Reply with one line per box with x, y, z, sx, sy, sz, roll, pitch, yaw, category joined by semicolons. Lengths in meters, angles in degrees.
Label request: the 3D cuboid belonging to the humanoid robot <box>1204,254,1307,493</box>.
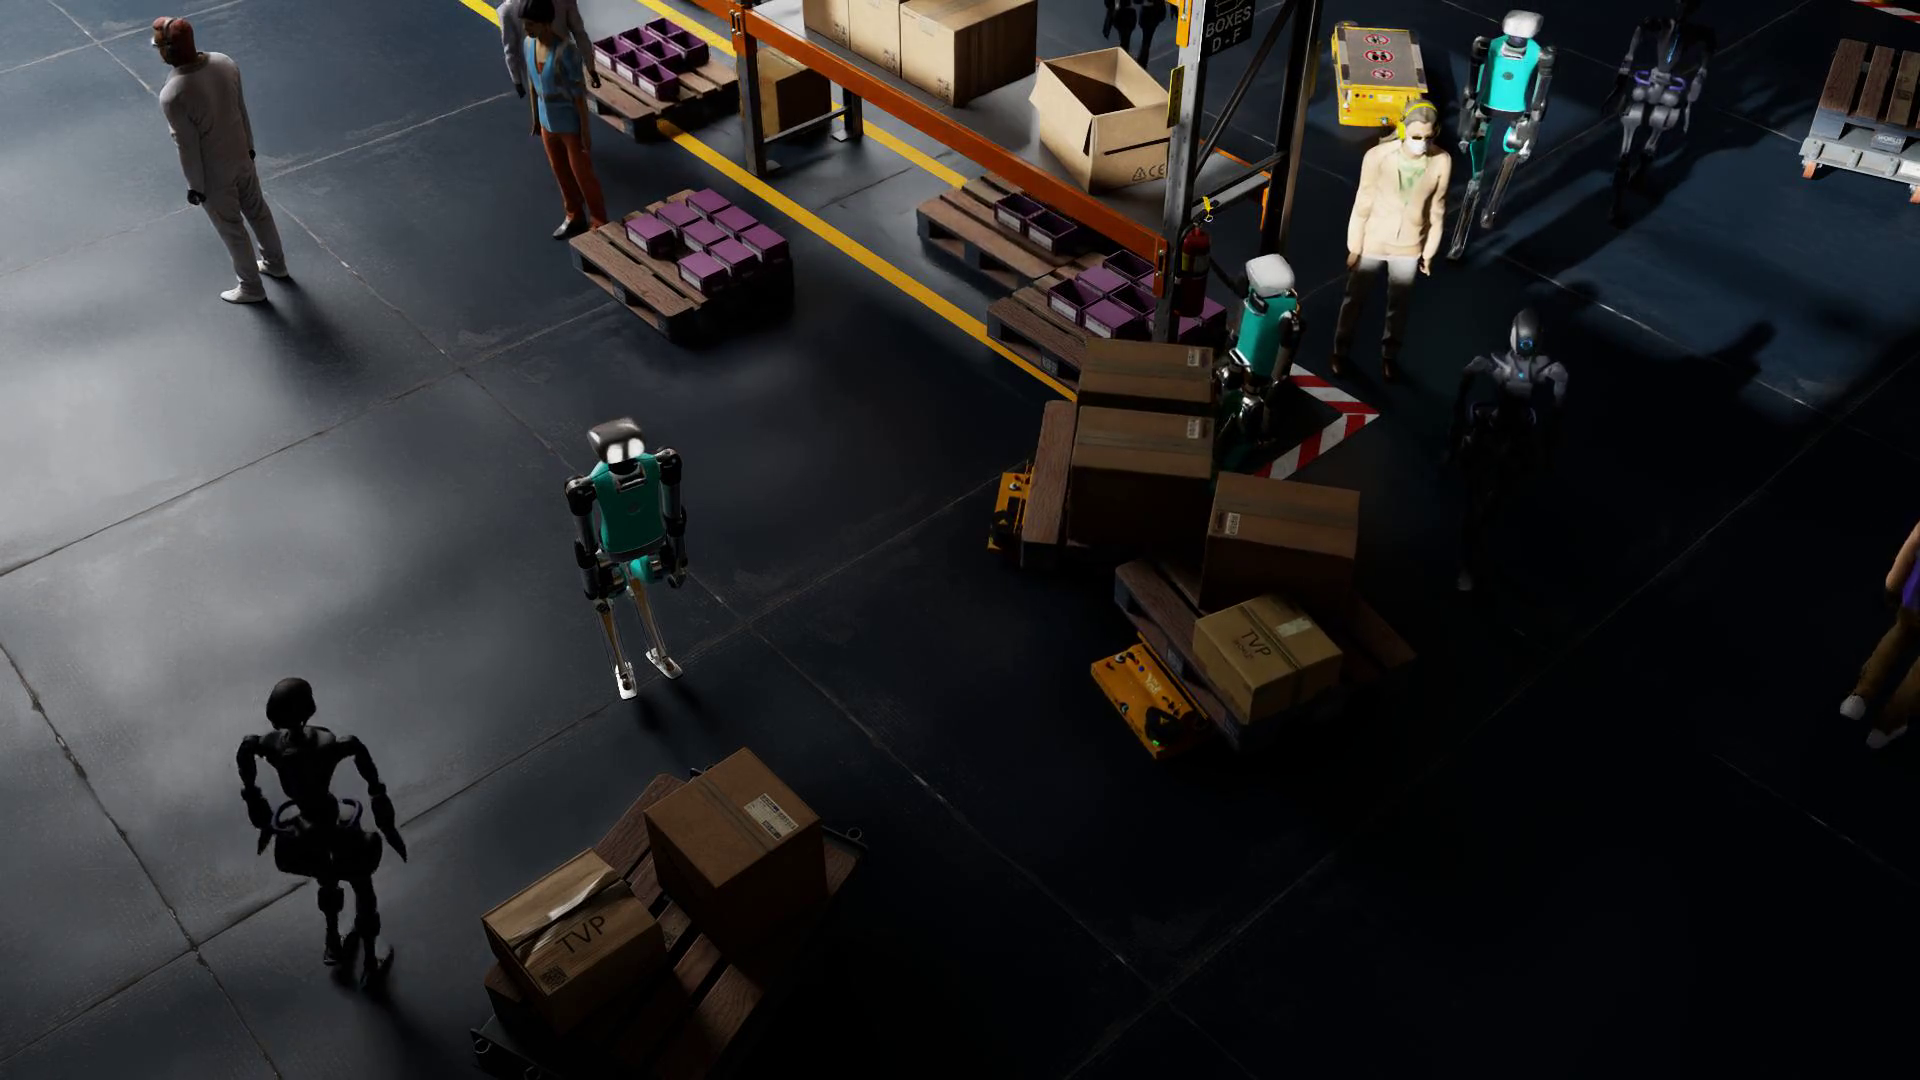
1.362;-0.639;8.741;0.685;1.842;0.545;-15;45;-16;humanoid robot

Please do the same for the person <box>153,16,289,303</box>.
-4.685;-2.384;10.480;0.413;1.905;0.650;11;44;11;person

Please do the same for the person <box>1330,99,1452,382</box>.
2.556;-1.759;9.835;0.550;1.870;0.390;4;43;4;person

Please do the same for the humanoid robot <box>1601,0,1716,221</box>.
4.741;-3.046;11.404;0.600;1.631;0.788;14;44;15;humanoid robot

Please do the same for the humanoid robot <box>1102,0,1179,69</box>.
1.364;-3.988;12.421;0.599;1.639;0.651;-8;43;-8;humanoid robot

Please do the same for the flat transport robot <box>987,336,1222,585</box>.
0.904;-0.115;9.220;1.431;0.231;0.659;6;43;6;flat transport robot

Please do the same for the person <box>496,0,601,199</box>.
-2.864;-3.312;11.631;0.594;1.707;0.878;-20;46;-20;person

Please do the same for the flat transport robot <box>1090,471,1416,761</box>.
1.443;0.603;8.439;1.431;0.231;0.659;-19;46;-19;flat transport robot

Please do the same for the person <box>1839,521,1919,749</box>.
4.554;0.258;7.596;0.482;1.915;0.545;-26;49;-26;person

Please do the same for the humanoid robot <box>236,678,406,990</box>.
-2.596;1.213;6.739;0.613;1.641;0.374;-1;43;-1;humanoid robot

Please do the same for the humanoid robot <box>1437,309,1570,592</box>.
2.797;-0.461;8.568;0.601;1.646;0.566;6;43;7;humanoid robot

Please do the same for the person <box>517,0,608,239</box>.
-2.640;-2.765;11.004;0.503;1.758;0.336;23;47;23;person

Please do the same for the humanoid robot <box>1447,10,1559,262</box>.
3.583;-2.749;11.015;0.530;1.782;0.873;16;45;17;humanoid robot

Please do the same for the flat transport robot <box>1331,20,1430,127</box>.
3.293;-3.669;13.085;0.659;0.231;1.431;4;43;5;flat transport robot

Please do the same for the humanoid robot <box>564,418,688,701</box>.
-1.611;0.013;7.898;0.533;1.677;0.735;-21;47;-22;humanoid robot
